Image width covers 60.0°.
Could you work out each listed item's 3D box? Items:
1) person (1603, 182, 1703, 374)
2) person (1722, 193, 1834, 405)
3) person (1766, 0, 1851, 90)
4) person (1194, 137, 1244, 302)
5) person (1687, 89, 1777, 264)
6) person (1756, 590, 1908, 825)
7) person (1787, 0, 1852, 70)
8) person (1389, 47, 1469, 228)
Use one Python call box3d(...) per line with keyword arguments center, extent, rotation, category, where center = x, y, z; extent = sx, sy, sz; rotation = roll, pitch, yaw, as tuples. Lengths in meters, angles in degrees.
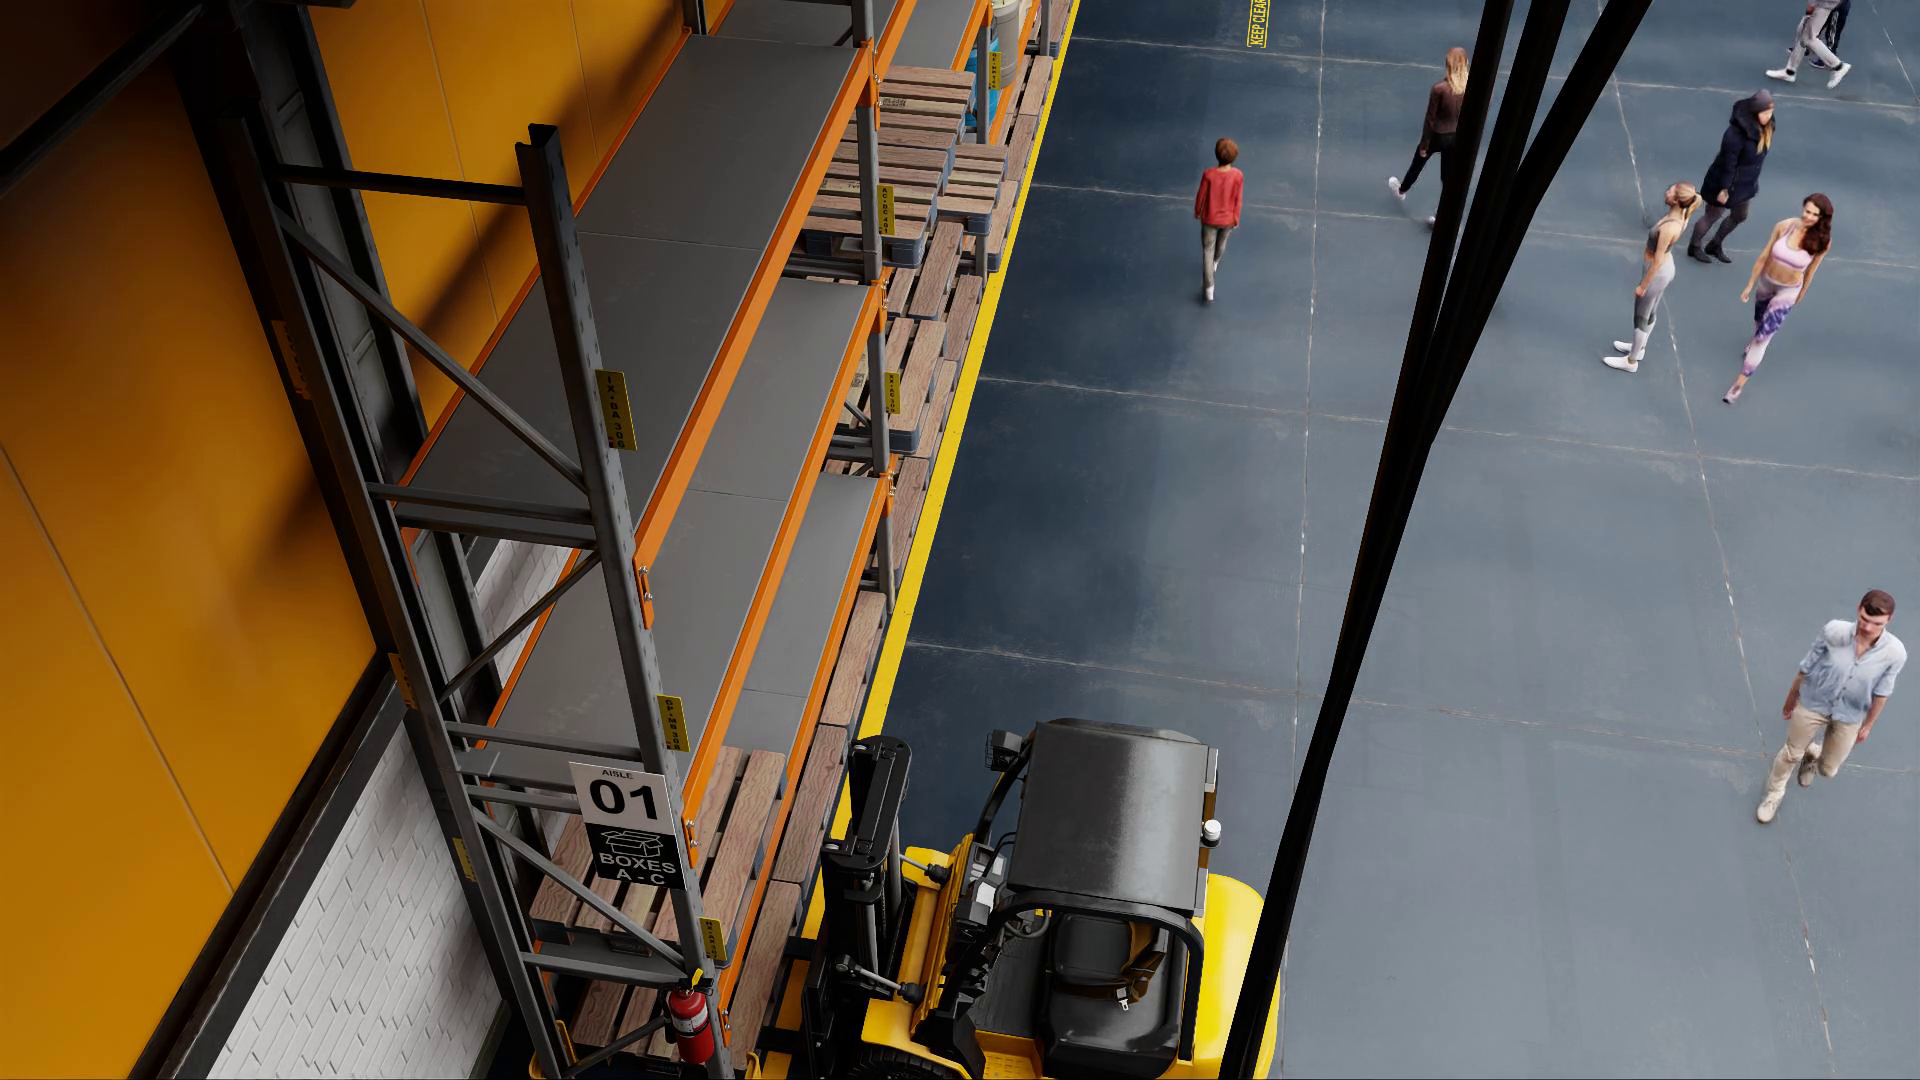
box3d(center=(5.513, -2.084, 13.164), extent=(0.703, 1.702, 0.607), rotation=(28, 50, 26), category="person")
box3d(center=(6.436, -1.984, 13.048), extent=(1.069, 1.720, 1.282), rotation=(34, 53, 31), category="person")
box3d(center=(8.675, -5.335, 16.493), extent=(0.972, 1.817, 1.019), rotation=(22, 48, 21), category="person")
box3d(center=(2.178, -2.679, 14.022), extent=(0.637, 1.381, 0.983), rotation=(-1, 44, -1), category="person")
box3d(center=(6.571, -3.141, 14.301), extent=(0.804, 1.665, 0.864), rotation=(-26, 49, -24), category="person")
box3d(center=(5.197, 0.946, 9.889), extent=(0.814, 1.834, 0.920), rotation=(23, 48, 22), category="person")
box3d(center=(9.021, -5.412, 16.996), extent=(0.665, 1.237, 0.692), rotation=(18, 46, 18), category="person")
box3d(center=(4.290, -3.469, 14.649), extent=(0.946, 1.661, 1.155), rotation=(-12, 45, -13), category="person")
